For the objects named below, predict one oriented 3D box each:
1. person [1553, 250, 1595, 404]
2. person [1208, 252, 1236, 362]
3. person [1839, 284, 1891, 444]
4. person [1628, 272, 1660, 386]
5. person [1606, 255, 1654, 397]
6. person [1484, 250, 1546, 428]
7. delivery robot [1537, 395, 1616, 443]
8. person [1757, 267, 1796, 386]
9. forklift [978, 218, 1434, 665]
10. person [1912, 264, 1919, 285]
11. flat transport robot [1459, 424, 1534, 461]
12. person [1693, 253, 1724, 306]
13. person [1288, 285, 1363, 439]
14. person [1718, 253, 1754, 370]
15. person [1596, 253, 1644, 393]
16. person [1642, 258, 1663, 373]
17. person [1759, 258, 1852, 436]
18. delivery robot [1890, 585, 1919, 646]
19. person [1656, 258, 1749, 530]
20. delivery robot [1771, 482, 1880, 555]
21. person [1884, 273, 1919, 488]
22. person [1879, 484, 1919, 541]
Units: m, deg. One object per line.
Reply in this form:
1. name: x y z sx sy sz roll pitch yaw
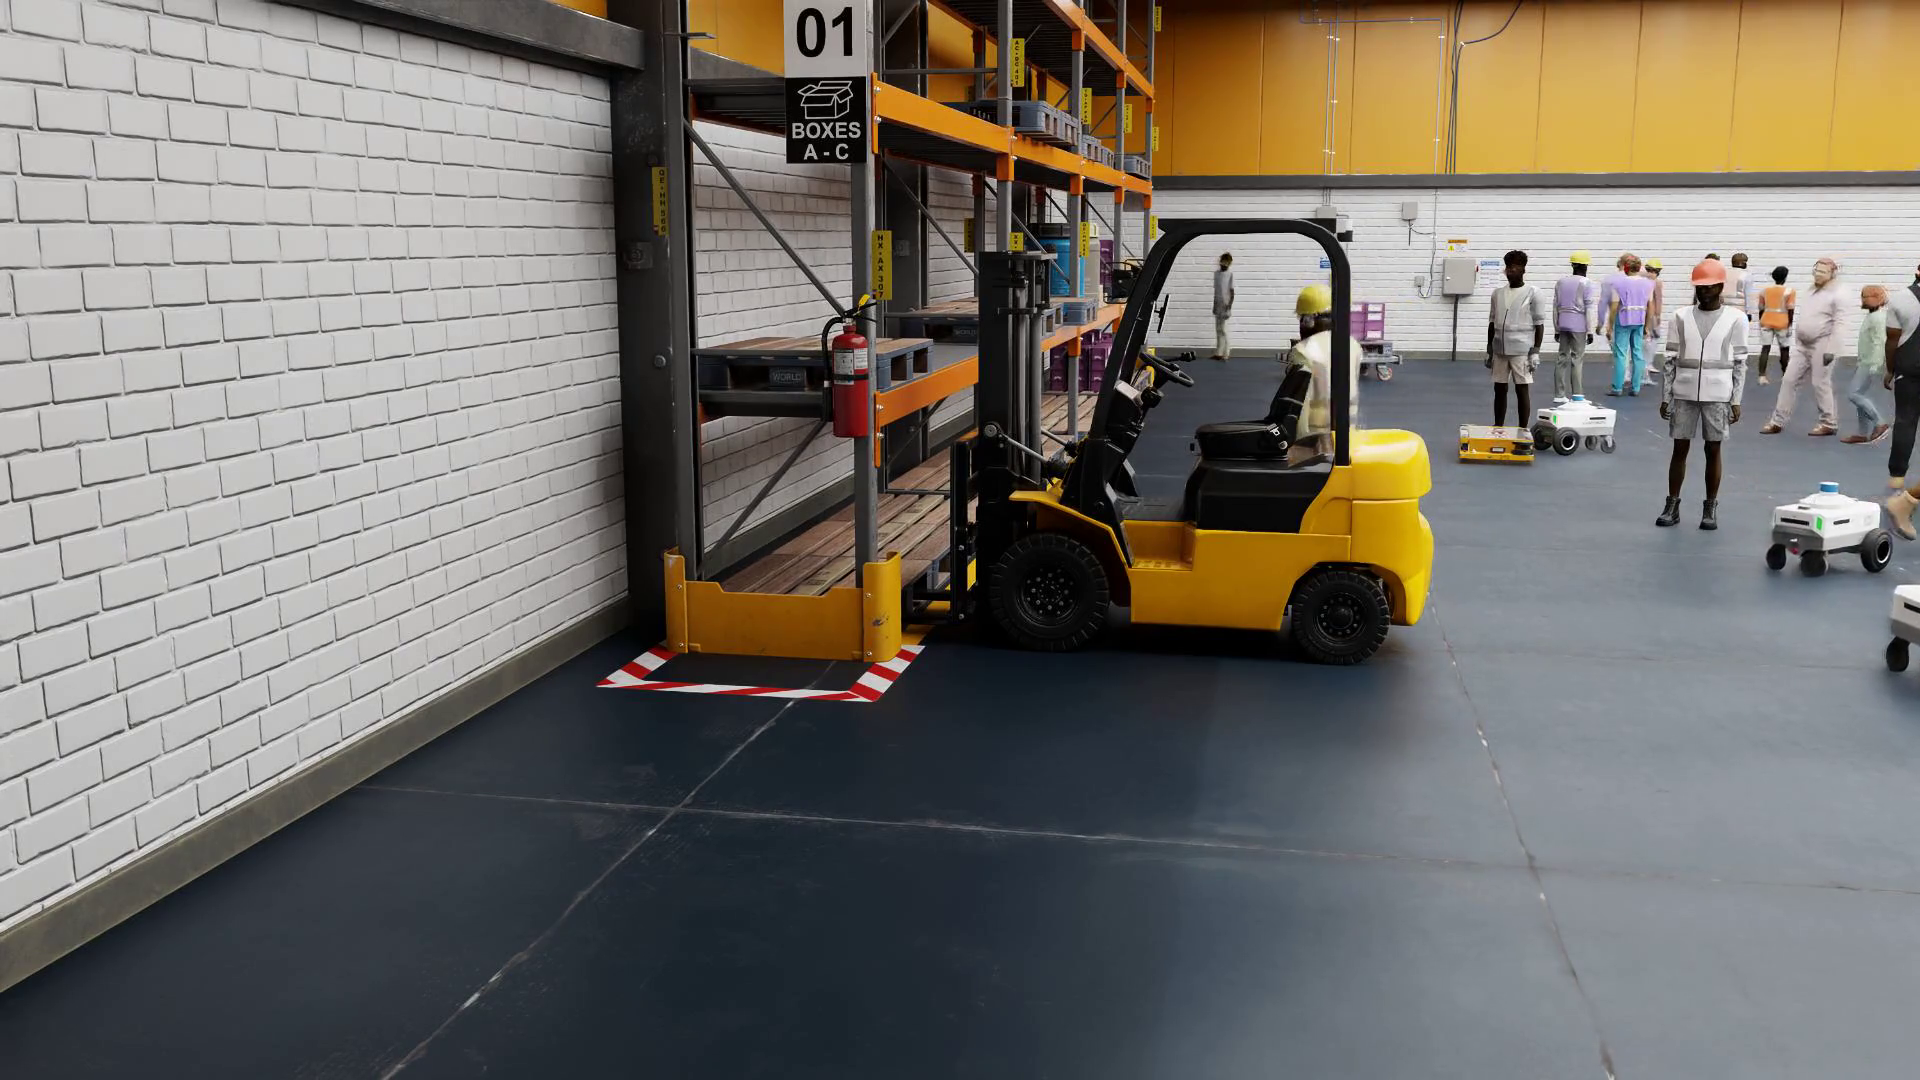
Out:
1. person: 7.686 -2.655 20.812 0.382 1.928 0.587 -6 12 -29
2. person: 4.385 -3.925 28.058 0.376 1.832 0.706 -6 12 -30
3. person: 9.123 -1.758 16.737 0.361 1.617 0.517 4 11 23
4. person: 9.494 -2.904 23.046 0.713 1.606 0.524 1 10 8
5. person: 8.768 -2.790 21.783 0.565 1.843 0.390 -1 10 -6
6. person: 5.468 -1.880 16.460 0.361 1.962 0.618 -8 13 -37
7. delivery robot: 5.989 -1.166 16.158 0.707 0.478 0.477 -2 11 -13
8. person: 11.540 -3.015 23.463 0.707 1.664 0.551 -8 13 -39
9. forklift: 1.285 -0.567 8.635 2.313 2.155 1.214 2 11 11
10. person: 13.678 -3.126 23.626 0.627 1.846 0.429 -7 12 -32
11. flat transport robot: 5.134 -0.941 15.960 0.652 0.197 1.431 3 11 16
12. person: 11.199 -3.349 24.834 0.366 1.856 0.567 -3 11 -14
13. person: 2.166 -0.664 10.280 0.614 1.790 0.896 -6 12 -31
14. person: 12.191 -3.589 26.177 0.430 1.840 0.626 -6 12 -31
15. person: 8.926 -2.886 22.244 0.664 1.887 0.894 -2 10 -9
16. person: 10.635 -3.452 25.633 0.345 1.759 0.546 -2 11 -13
17. person: 8.922 -2.015 17.478 0.731 1.866 0.688 -3 11 -17
18. delivery robot: 4.659 0.375 7.708 0.477 0.478 0.707 0 10 -1
19. person: 5.309 -1.037 11.914 0.552 1.934 0.373 7 12 32
20. delivery robot: 5.425 -0.119 10.415 0.707 0.478 0.477 -6 12 -32
21. person: 8.055 -1.435 13.812 0.674 2.000 0.537 7 13 36
22. person: 6.602 -0.926 11.078 0.585 2.018 0.614 4 11 19
